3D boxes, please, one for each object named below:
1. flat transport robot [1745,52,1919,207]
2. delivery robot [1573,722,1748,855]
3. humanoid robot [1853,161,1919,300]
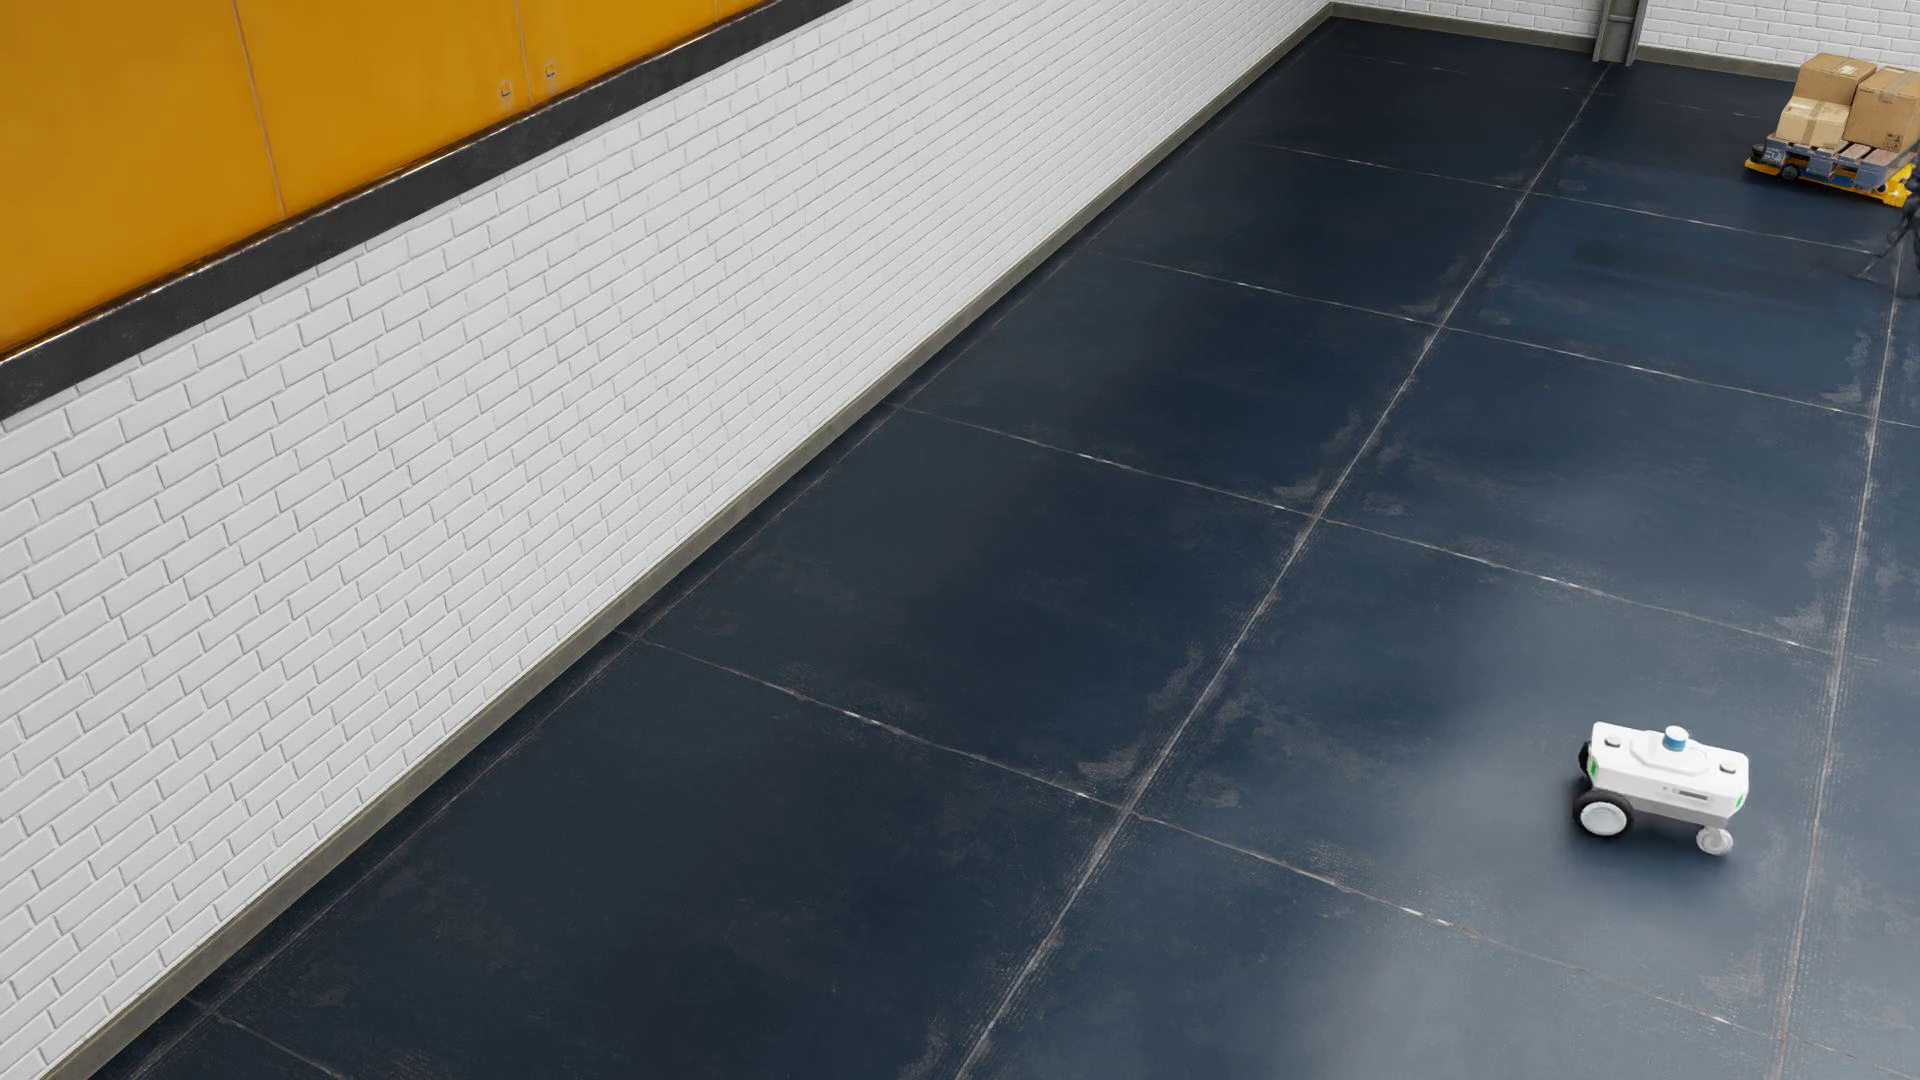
[{"bbox_3d":[7.902,-3.333,14.936,1.431,0.231,0.659,27,42,34],"label":"flat transport robot"},{"bbox_3d":[3.375,1.145,7.996,0.750,0.570,0.499,12,36,17],"label":"delivery robot"},{"bbox_3d":[7.437,-2.648,12.685,0.755,1.630,0.583,23,40,30],"label":"humanoid robot"}]
